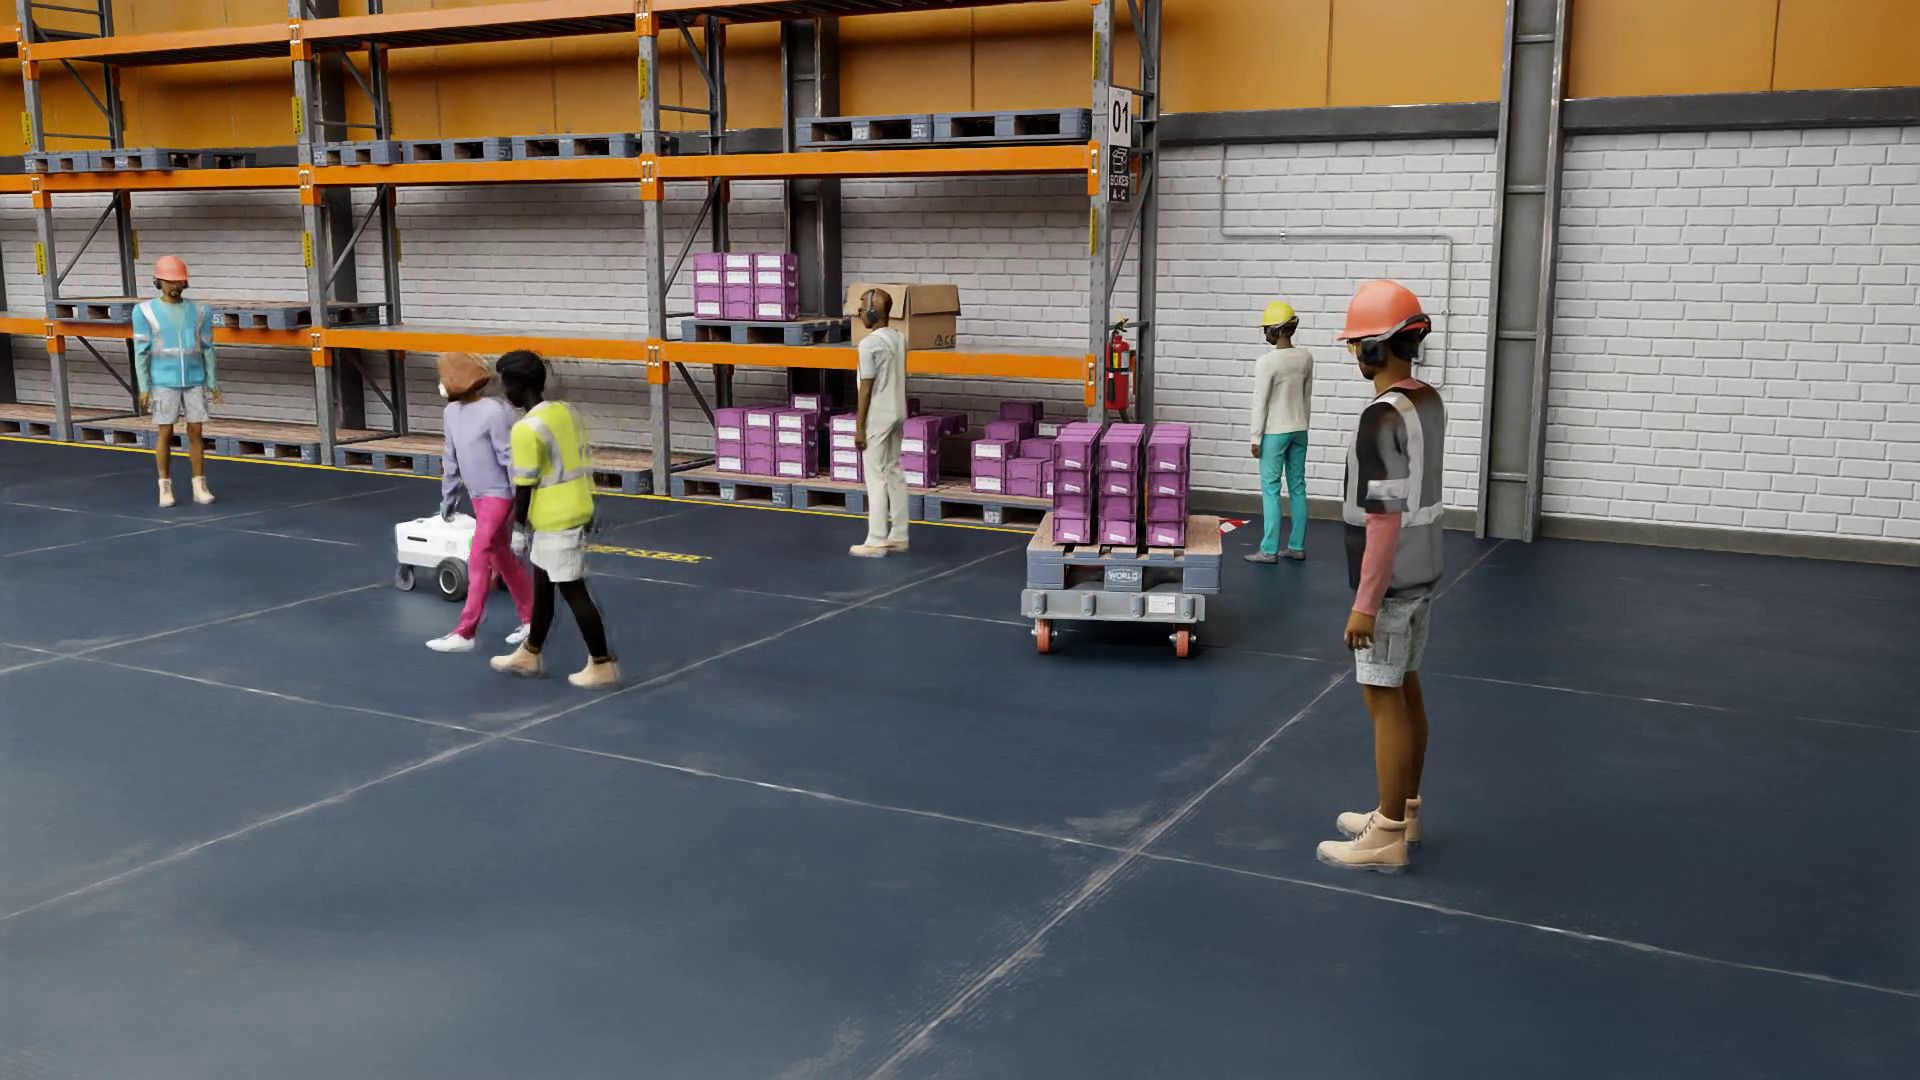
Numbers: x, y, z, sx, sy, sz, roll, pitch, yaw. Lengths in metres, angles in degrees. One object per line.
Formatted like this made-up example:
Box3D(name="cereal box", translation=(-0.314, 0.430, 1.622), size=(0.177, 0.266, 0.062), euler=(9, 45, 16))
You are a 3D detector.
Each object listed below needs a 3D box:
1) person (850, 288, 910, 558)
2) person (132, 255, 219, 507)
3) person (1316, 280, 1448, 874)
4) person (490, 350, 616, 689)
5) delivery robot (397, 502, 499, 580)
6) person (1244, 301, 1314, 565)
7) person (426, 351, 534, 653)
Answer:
Box3D(name="person", translation=(-0.539, -0.800, 11.410), size=(0.332, 1.841, 0.505), euler=(6, 12, 31))
Box3D(name="person", translation=(-6.353, -1.288, 13.532), size=(0.614, 2.038, 0.396), euler=(-9, 13, -39))
Box3D(name="person", translation=(1.453, 0.134, 5.744), size=(0.395, 2.039, 0.606), euler=(6, 12, 29))
Box3D(name="person", translation=(-2.035, -0.089, 8.009), size=(0.782, 1.646, 0.560), euler=(1, 10, 6))
Box3D(name="delivery robot", translation=(-3.127, 0.010, 10.235), size=(0.707, 0.478, 0.477), euler=(6, 12, 31))
Box3D(name="person", translation=(2.141, -0.713, 11.163), size=(0.524, 1.761, 0.338), euler=(-7, 13, -34))
Box3D(name="person", translation=(-2.554, -0.196, 8.781), size=(0.534, 1.581, 0.784), euler=(10, 14, 44))
